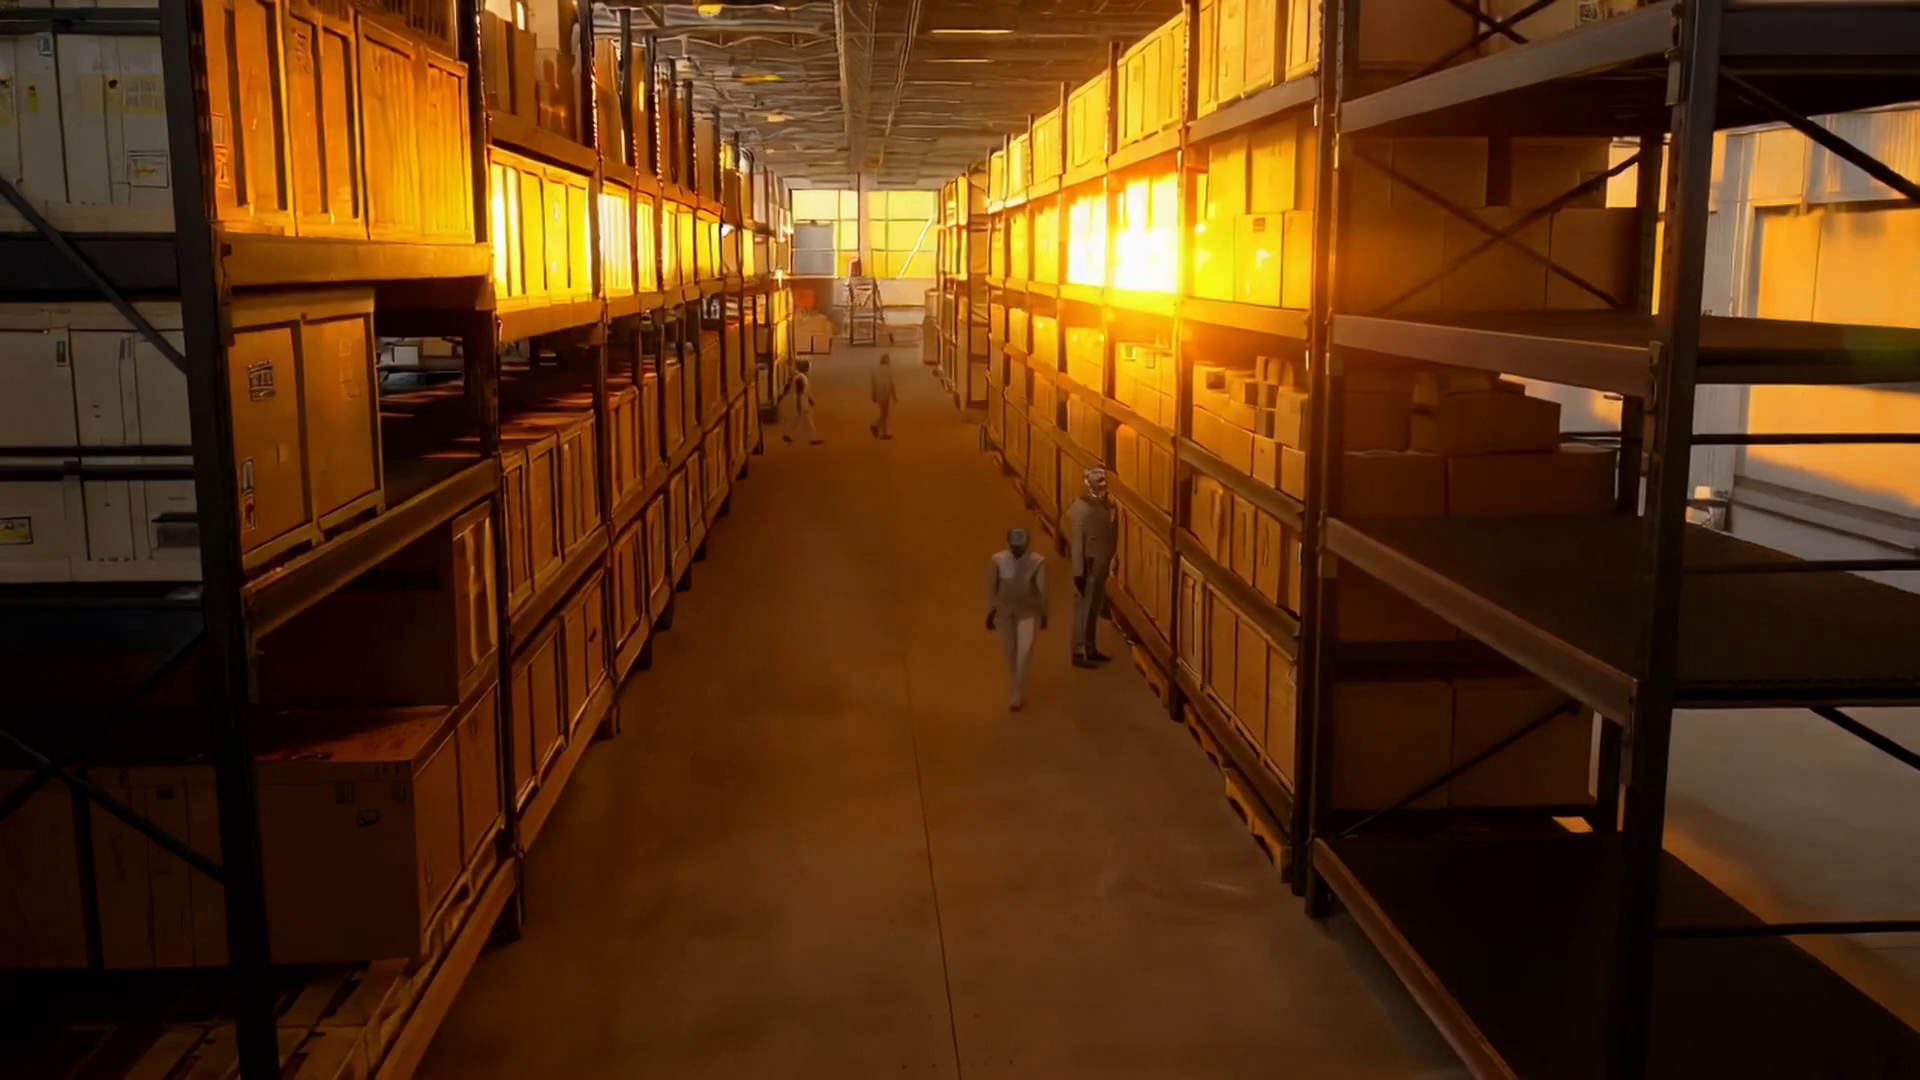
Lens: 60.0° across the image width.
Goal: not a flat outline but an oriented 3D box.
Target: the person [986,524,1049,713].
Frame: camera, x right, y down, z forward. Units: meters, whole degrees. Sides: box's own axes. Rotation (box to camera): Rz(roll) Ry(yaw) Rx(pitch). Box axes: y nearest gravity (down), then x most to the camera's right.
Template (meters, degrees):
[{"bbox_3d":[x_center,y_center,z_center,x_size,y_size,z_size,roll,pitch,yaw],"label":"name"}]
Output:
[{"bbox_3d":[0.504,0.643,14.451,0.537,1.598,0.872,2,10,14],"label":"person"}]

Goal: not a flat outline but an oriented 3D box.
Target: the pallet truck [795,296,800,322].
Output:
[{"bbox_3d":[-8.622,-12.439,91.403,1.885,1.965,0.823,2,10,13],"label":"pallet truck"}]

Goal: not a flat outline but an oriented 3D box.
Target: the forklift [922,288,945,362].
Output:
[{"bbox_3d":[-0.878,-8.306,64.084,1.129,2.768,1.873,-1,10,-3],"label":"forklift"}]

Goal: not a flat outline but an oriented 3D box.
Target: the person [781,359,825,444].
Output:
[{"bbox_3d":[-3.361,-2.921,35.143,0.932,1.806,0.588,1,10,3],"label":"person"}]

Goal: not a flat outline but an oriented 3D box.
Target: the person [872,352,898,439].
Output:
[{"bbox_3d":[-1.616,-3.122,36.076,0.421,1.888,0.639,-6,11,-33],"label":"person"}]

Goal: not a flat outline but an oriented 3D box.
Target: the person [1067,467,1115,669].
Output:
[{"bbox_3d":[1.273,0.255,15.846,0.400,1.907,0.645,5,11,28],"label":"person"}]

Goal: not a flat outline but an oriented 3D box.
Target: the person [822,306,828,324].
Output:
[{"bbox_3d":[-6.597,-10.562,81.139,0.333,1.686,0.532,-3,10,-19],"label":"person"}]
